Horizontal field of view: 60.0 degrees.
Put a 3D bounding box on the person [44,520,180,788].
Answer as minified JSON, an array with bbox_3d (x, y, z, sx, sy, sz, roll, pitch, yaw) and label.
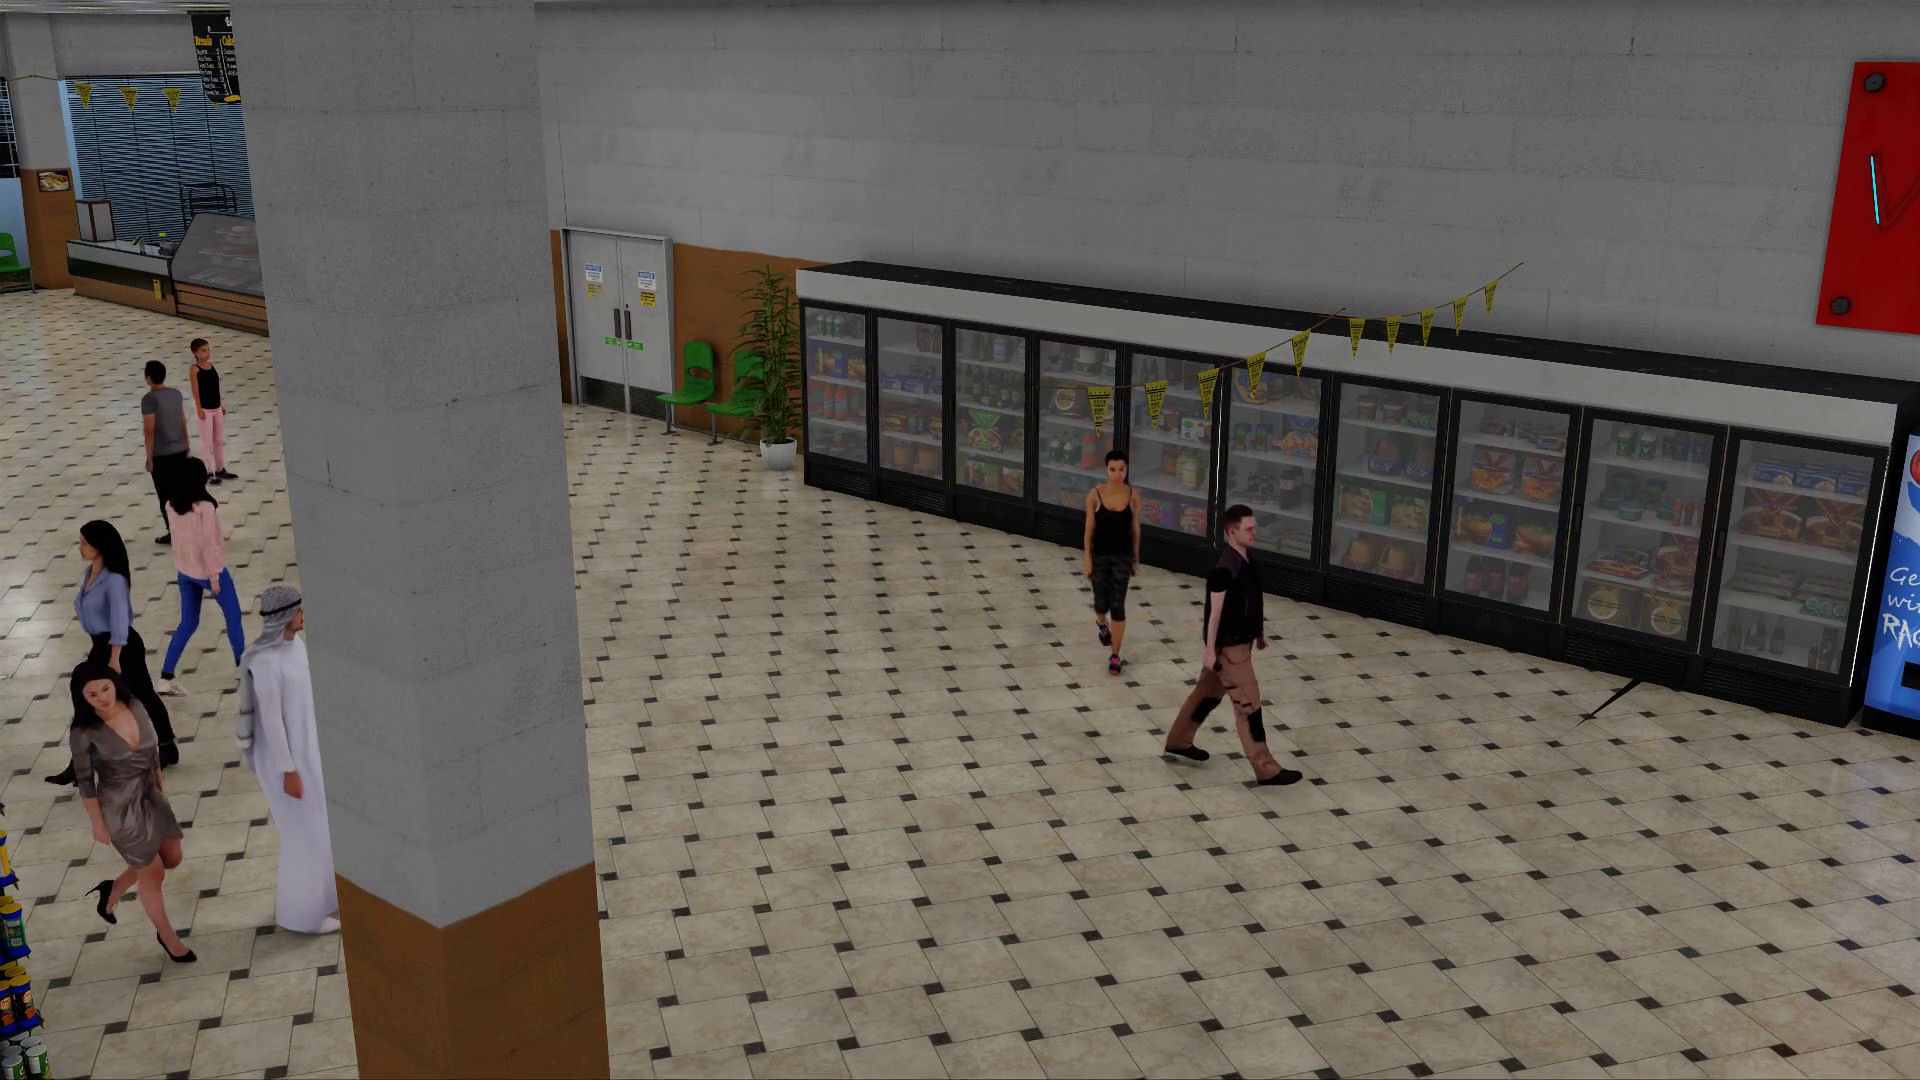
[{"bbox_3d":[-5.256,0.712,10.570,0.673,1.712,1.015,13,21,37],"label":"person"}]

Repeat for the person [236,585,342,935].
[{"bbox_3d":[-3.538,1.158,8.753,0.905,1.915,0.844,-1,17,-4],"label":"person"}]

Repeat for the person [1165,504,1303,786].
[{"bbox_3d":[1.635,0.658,10.607,0.931,1.793,1.187,9,19,26],"label":"person"}]

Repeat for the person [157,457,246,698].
[{"bbox_3d":[-5.501,0.301,11.888,0.852,1.732,1.200,8,19,24],"label":"person"}]

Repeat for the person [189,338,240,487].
[{"bbox_3d":[-8.002,-1.379,17.709,0.660,1.565,0.561,5,18,16],"label":"person"}]

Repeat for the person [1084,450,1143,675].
[{"bbox_3d":[1.129,0.136,12.481,0.837,1.705,0.929,-1,17,-3],"label":"person"}]

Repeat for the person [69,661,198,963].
[{"bbox_3d":[-4.227,1.379,8.378,0.849,1.710,0.876,5,17,15],"label":"person"}]

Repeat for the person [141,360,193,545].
[{"bbox_3d":[-7.328,-0.804,15.508,0.848,1.743,0.807,4,17,12],"label":"person"}]
